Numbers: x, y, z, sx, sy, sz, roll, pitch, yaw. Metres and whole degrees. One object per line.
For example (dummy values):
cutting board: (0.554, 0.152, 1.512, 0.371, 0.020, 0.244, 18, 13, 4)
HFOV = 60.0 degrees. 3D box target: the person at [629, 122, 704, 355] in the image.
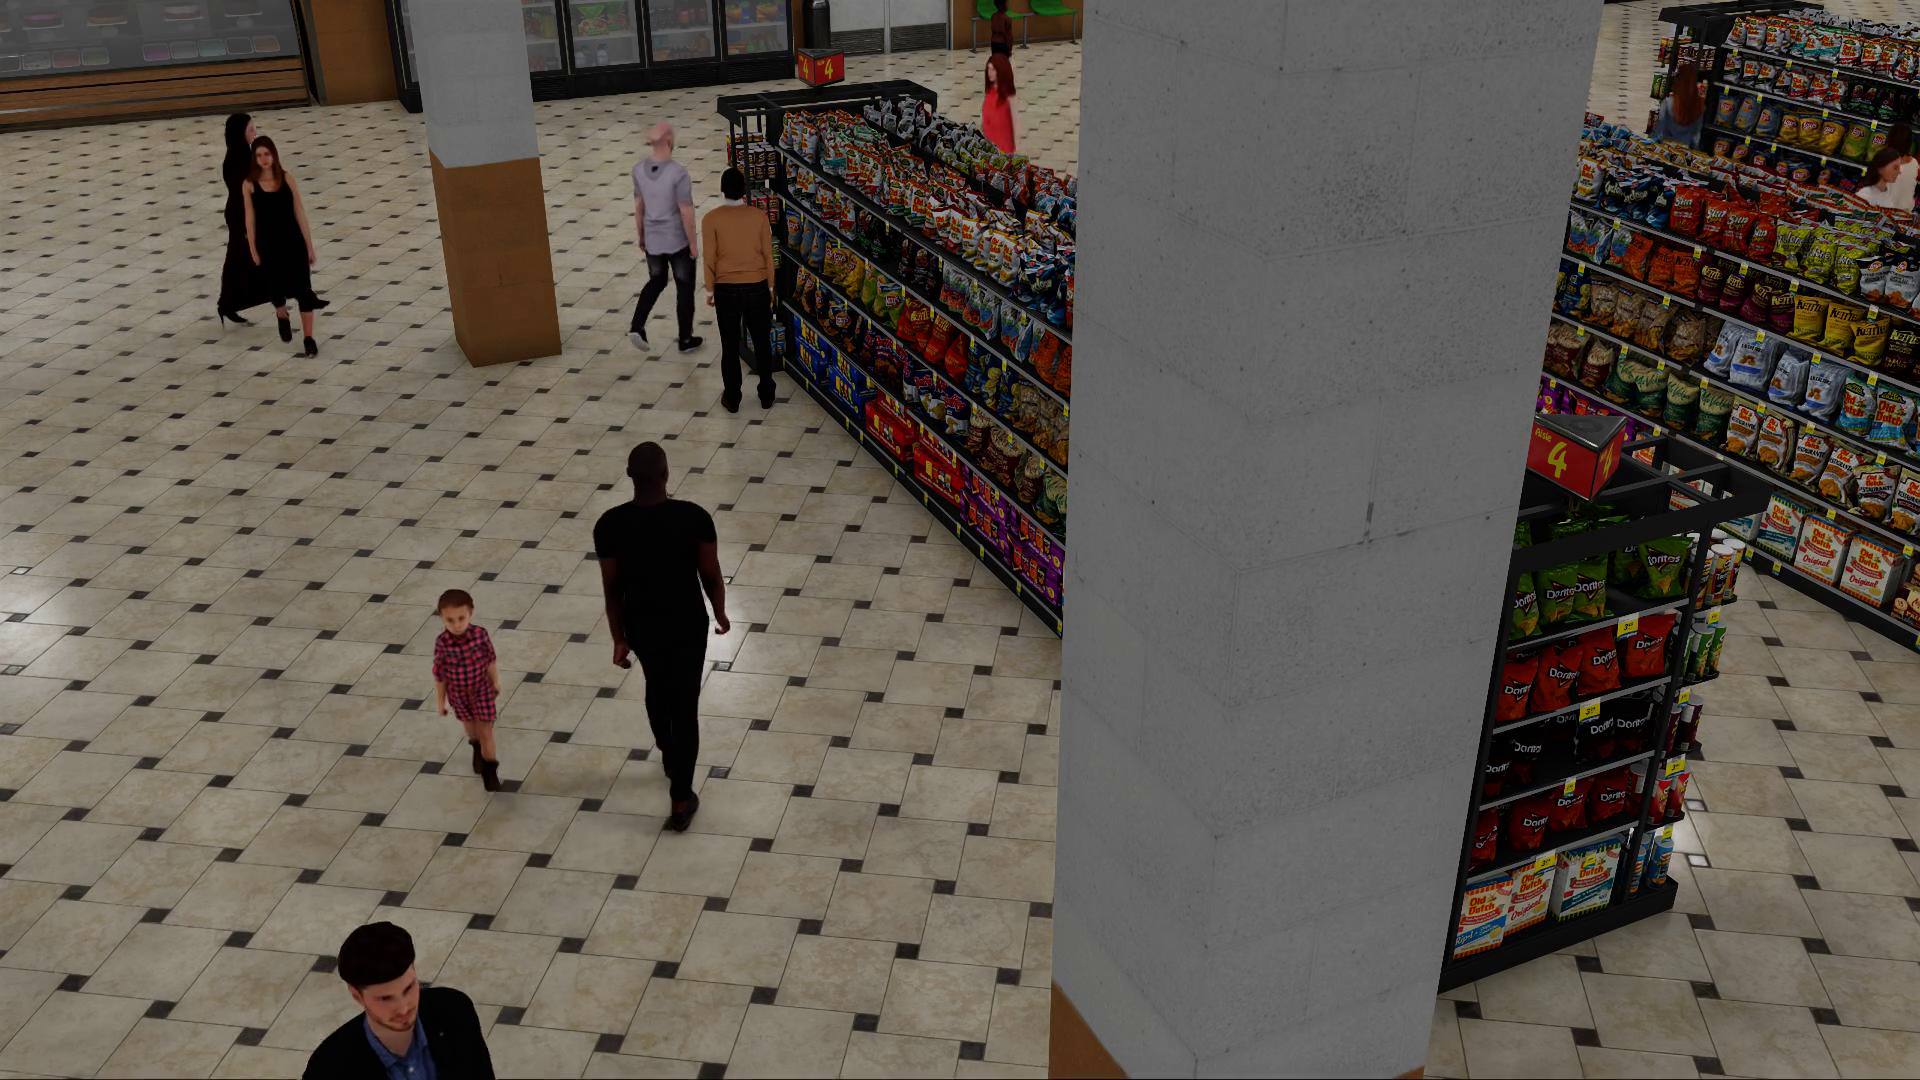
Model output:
person: (-2.264, -2.243, 12.648, 1.015, 1.821, 1.058, 11, 29, 21)

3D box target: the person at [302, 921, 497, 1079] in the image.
person: (-1.540, 1.791, 4.638, 1.167, 1.872, 0.928, 24, 36, 39)

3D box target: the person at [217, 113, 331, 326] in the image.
person: (-5.766, -2.506, 13.312, 0.801, 1.690, 1.056, -15, 31, -27)

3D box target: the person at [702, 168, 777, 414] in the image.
person: (-1.551, -1.764, 11.778, 0.694, 1.754, 0.643, -7, 28, -13)

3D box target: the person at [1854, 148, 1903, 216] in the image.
person: (6.728, -2.150, 12.625, 0.670, 1.677, 0.659, -20, 33, -34)

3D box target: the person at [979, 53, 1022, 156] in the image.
person: (0.455, -3.518, 15.224, 0.762, 1.766, 1.131, -14, 30, -25)

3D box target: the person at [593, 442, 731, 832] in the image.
person: (-1.305, 0.469, 7.331, 0.902, 1.793, 1.031, 1, 27, 3)

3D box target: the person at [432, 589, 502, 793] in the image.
person: (-2.305, 0.665, 7.821, 0.503, 1.002, 0.730, -8, 28, -15)

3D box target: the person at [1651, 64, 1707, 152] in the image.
person: (6.551, -3.448, 15.174, 0.680, 1.686, 0.824, -6, 28, -12)

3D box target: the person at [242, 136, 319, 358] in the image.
person: (-5.233, -2.281, 12.842, 0.595, 1.713, 0.705, -13, 30, -24)

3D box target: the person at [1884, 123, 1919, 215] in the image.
person: (7.397, -2.444, 13.225, 0.658, 1.659, 0.917, -11, 29, -20)

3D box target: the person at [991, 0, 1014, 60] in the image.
person: (0.519, -6.389, 21.453, 0.506, 1.252, 0.631, 24, 35, 39)
